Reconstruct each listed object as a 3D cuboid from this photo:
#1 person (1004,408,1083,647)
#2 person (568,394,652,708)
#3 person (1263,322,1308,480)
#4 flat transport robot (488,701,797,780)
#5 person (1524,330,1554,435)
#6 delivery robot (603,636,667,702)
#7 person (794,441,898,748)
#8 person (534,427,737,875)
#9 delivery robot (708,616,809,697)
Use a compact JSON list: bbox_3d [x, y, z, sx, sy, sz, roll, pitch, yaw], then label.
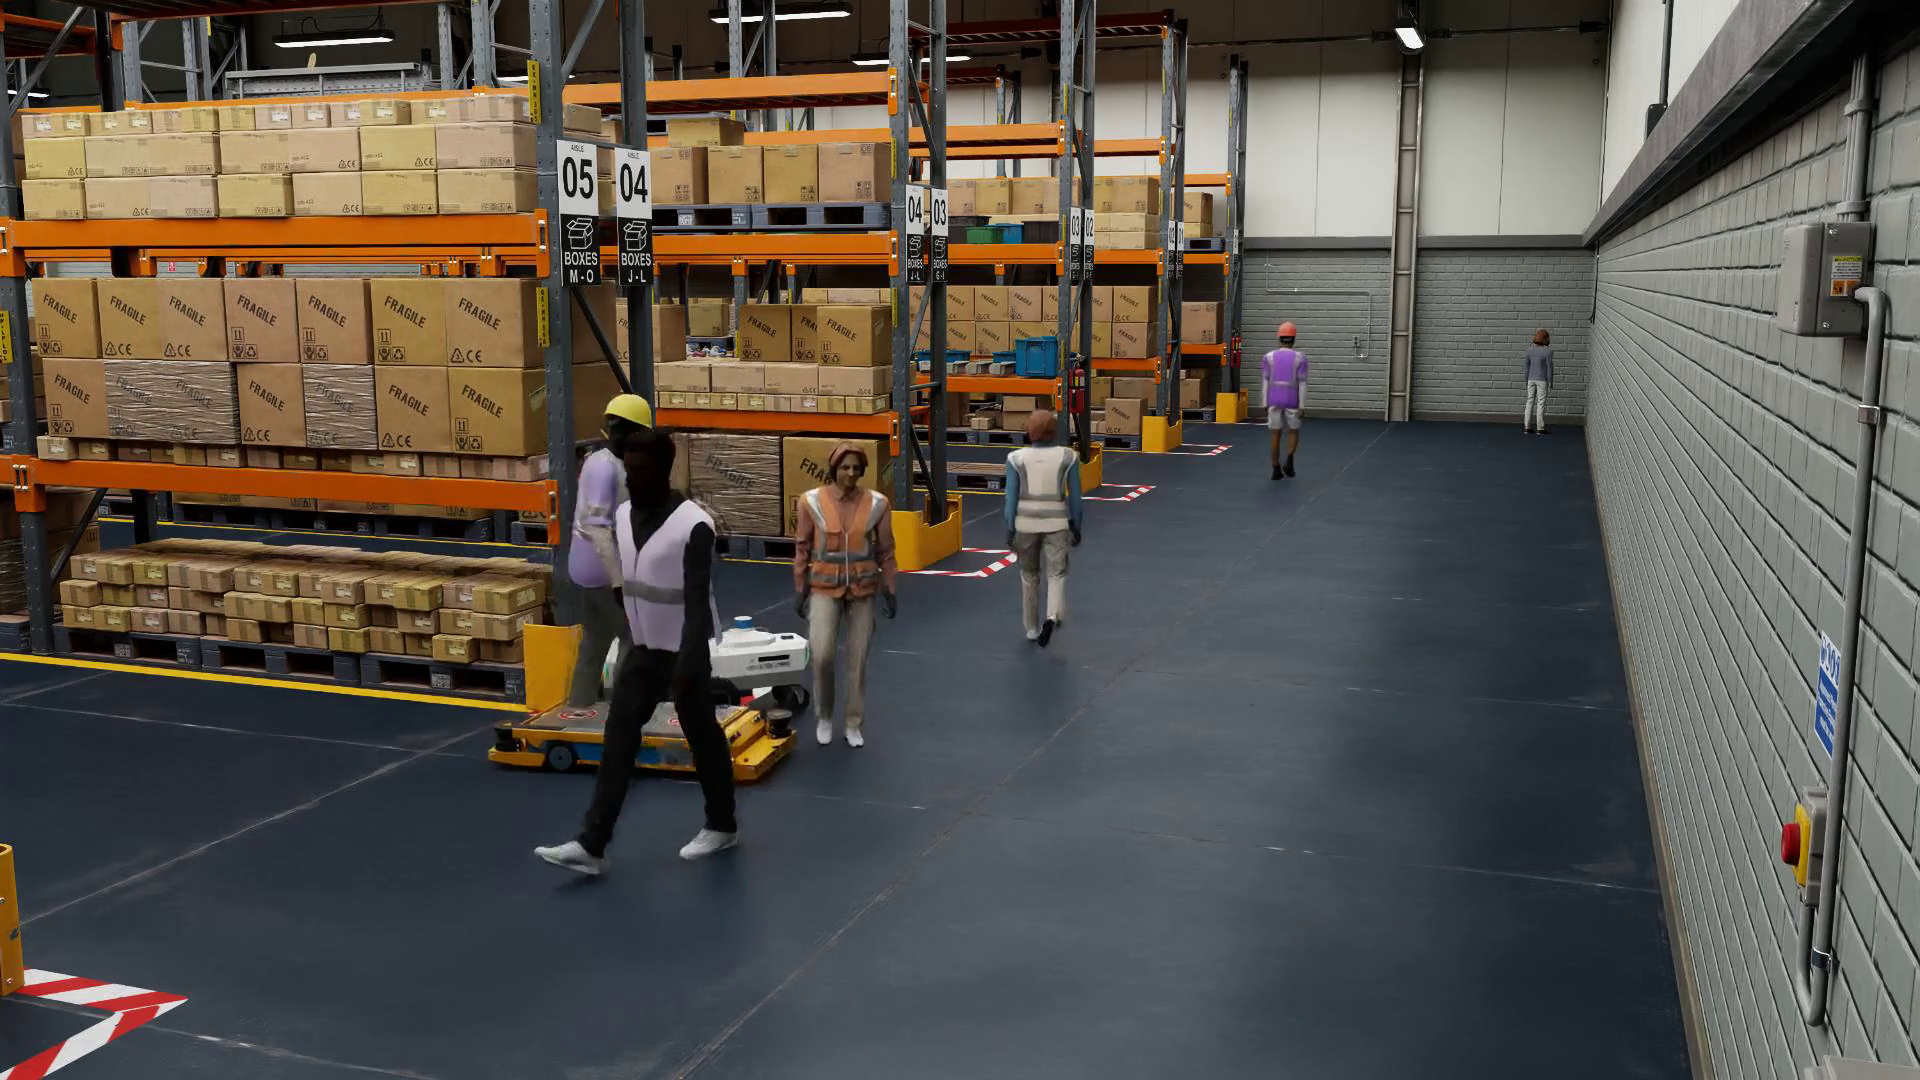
[{"bbox_3d":[0.557,-0.065,11.067,0.538,1.611,0.706,0,9,3],"label":"person"},{"bbox_3d":[-1.817,0.177,8.746,0.646,1.869,0.624,-2,9,-12],"label":"person"},{"bbox_3d":[3.941,-1.680,20.198,0.553,1.922,0.419,3,10,21],"label":"person"},{"bbox_3d":[-1.619,1.006,8.549,1.431,0.197,0.652,2,9,12],"label":"flat transport robot"},{"bbox_3d":[9.033,-2.462,25.954,0.268,1.632,0.507,-6,11,-33],"label":"person"},{"bbox_3d":[-1.801,0.694,9.318,0.477,0.478,0.707,-1,9,-7],"label":"delivery robot"},{"bbox_3d":[-0.593,0.292,8.754,0.544,1.624,0.385,-2,9,-12],"label":"person"},{"bbox_3d":[-1.294,0.477,6.875,0.618,1.863,0.980,8,12,40],"label":"person"},{"bbox_3d":[-1.222,0.676,9.432,0.707,0.478,0.477,-4,10,-24],"label":"delivery robot"}]
